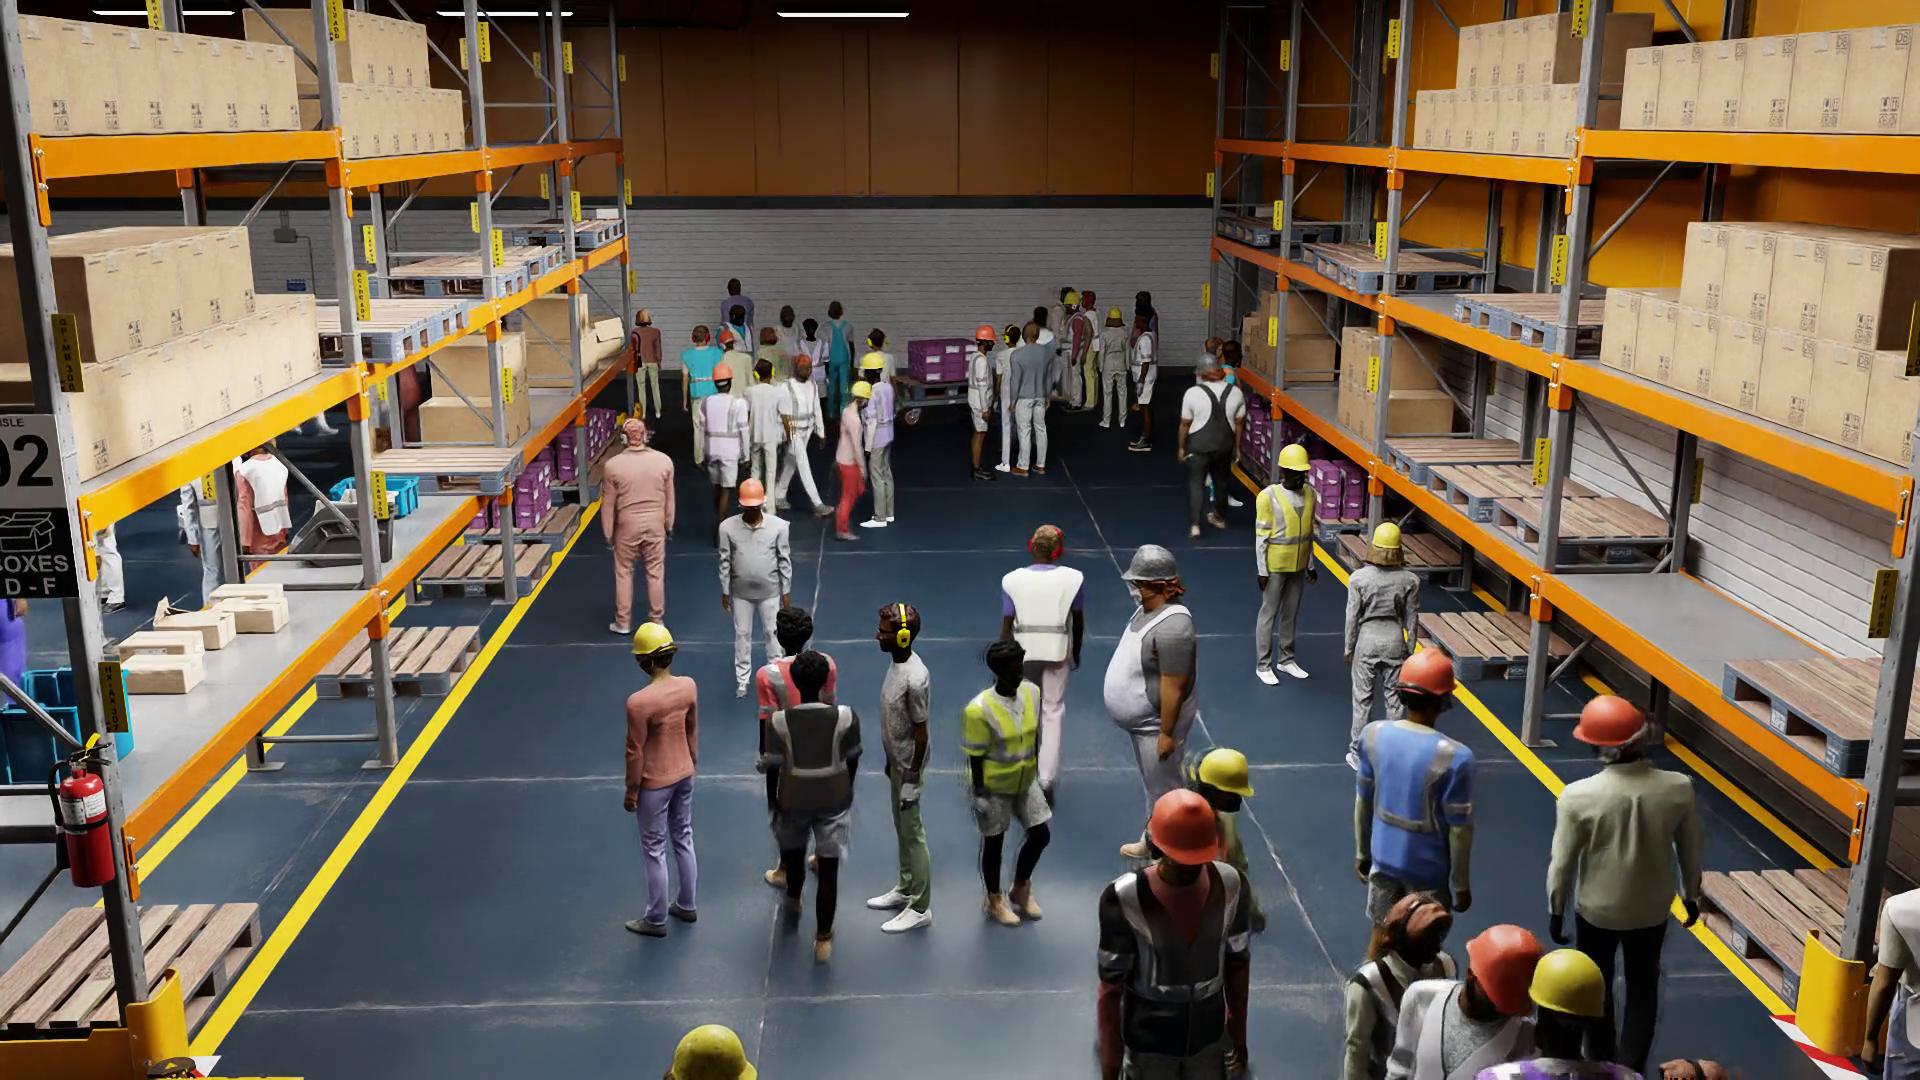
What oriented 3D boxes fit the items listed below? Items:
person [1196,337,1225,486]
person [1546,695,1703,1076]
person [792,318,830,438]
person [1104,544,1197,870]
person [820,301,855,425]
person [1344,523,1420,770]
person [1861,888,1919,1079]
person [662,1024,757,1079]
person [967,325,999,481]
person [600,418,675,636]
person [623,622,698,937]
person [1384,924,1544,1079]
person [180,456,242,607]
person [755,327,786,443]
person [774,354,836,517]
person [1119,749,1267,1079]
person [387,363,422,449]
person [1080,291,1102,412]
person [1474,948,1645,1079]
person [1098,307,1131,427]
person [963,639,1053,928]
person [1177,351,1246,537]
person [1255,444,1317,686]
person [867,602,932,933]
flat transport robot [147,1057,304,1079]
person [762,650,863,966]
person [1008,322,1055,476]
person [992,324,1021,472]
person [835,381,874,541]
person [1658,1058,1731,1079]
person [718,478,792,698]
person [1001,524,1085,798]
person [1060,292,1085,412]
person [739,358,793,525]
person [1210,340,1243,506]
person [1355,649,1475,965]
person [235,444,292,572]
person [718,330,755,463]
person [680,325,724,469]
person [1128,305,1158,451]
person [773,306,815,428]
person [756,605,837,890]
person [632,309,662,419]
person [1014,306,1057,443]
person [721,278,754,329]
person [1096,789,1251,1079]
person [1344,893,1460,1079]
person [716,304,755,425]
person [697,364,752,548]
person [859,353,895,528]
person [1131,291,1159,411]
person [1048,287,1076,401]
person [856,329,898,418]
[{"bbox_3d":[3.040,-1.564,20.281,0.357,1.835,0.516,-2,14,-6],"label":"person"},{"bbox_3d":[2.983,1.642,7.451,0.717,1.956,0.554,0,14,2],"label":"person"},{"bbox_3d":[-2.076,-2.253,23.247,0.541,1.696,0.315,-2,14,-8],"label":"person"},{"bbox_3d":[1.111,1.003,9.781,0.536,2.000,0.683,-1,14,-5],"label":"person"},{"bbox_3d":[-1.809,-2.612,24.465,0.531,1.791,0.994,-4,15,-14],"label":"person"},{"bbox_3d":[2.885,0.733,11.432,0.493,1.743,0.314,2,14,6],"label":"person"},{"bbox_3d":[3.823,1.946,6.493,0.560,1.836,0.394,1,14,4],"label":"person"},{"bbox_3d":[-0.778,2.318,5.233,0.320,1.738,0.486,5,15,18],"label":"person"},{"bbox_3d":[0.289,-1.693,20.596,0.385,1.929,0.543,-2,14,-7],"label":"person"},{"bbox_3d":[-2.800,-0.115,14.459,0.657,1.898,0.403,-7,16,-24],"label":"person"},{"bbox_3d":[-1.647,1.309,9.159,0.338,1.752,0.527,9,17,31],"label":"person"},{"bbox_3d":[1.610,2.145,5.615,0.463,1.888,0.625,-12,18,-38],"label":"person"},{"bbox_3d":[-6.412,-0.094,14.362,0.401,1.908,0.598,9,17,30],"label":"person"},{"bbox_3d":[-2.588,-2.155,23.070,0.781,1.602,0.511,11,18,37],"label":"person"},{"bbox_3d":[-1.809,-1.198,18.855,1.031,1.823,0.590,11,18,36],"label":"person"},{"bbox_3d":[1.074,1.732,7.592,0.946,1.702,0.535,7,16,25],"label":"person"},{"bbox_3d":[-6.855,-1.689,20.350,0.535,2.000,0.708,4,15,17],"label":"person"},{"bbox_3d":[1.990,-2.886,25.434,0.390,1.847,0.562,5,15,18],"label":"person"},{"bbox_3d":[1.859,2.230,5.242,0.592,1.904,0.582,-1,14,-6],"label":"person"},{"bbox_3d":[2.235,-2.509,24.162,0.487,1.744,0.297,-3,15,-12],"label":"person"},{"bbox_3d":[0.275,1.350,9.132,0.543,1.676,0.427,-11,18,-36],"label":"person"},{"bbox_3d":[2.676,-1.060,17.880,0.701,2.000,0.789,-3,15,-11],"label":"person"},{"bbox_3d":[2.600,0.185,13.215,0.585,1.928,0.369,-8,17,-30],"label":"person"},{"bbox_3d":[-0.324,1.244,9.174,0.328,1.873,0.519,-4,15,-15],"label":"person"},{"bbox_3d":[-3.334,2.626,6.938,0.652,0.197,1.431,0,14,0],"label":"flat transport robot"},{"bbox_3d":[-0.791,1.391,9.017,0.534,1.646,0.848,-1,14,-3],"label":"person"},{"bbox_3d":[0.881,-1.766,20.856,0.630,1.940,0.372,-9,17,-31],"label":"person"},{"bbox_3d":[0.655,-1.800,21.115,0.516,1.877,0.327,-6,15,-21],"label":"person"},{"bbox_3d":[-1.127,-0.821,17.546,0.459,1.723,0.554,-3,15,-12],"label":"person"},{"bbox_3d":[2.483,2.375,5.299,0.779,1.591,0.534,-2,14,-6],"label":"person"},{"bbox_3d":[-1.581,0.372,12.848,0.566,1.744,0.350,0,14,-1],"label":"person"},{"bbox_3d":[0.550,0.789,11.140,0.555,1.796,0.997,1,14,5],"label":"person"},{"bbox_3d":[1.731,-2.873,25.426,0.403,1.826,0.592,-1,14,-3],"label":"person"},{"bbox_3d":[-2.140,-1.072,18.325,0.619,1.847,0.469,3,15,11],"label":"person"},{"bbox_3d":[3.084,-1.358,19.291,0.390,1.920,0.588,-1,14,-5],"label":"person"},{"bbox_3d":[2.139,1.502,7.847,0.401,2.039,0.611,-12,18,-39],"label":"person"},{"bbox_3d":[-5.944,-0.065,14.252,0.408,1.907,0.598,3,15,12],"label":"person"},{"bbox_3d":[-2.958,-1.872,21.694,0.579,1.721,0.491,-8,17,-30],"label":"person"},{"bbox_3d":[-3.268,-1.815,21.245,0.563,1.839,0.393,-4,15,-15],"label":"person"},{"bbox_3d":[2.483,-2.188,22.456,0.366,1.967,0.602,4,15,14],"label":"person"},{"bbox_3d":[-2.435,-2.440,23.772,0.516,1.798,0.905,-10,17,-33],"label":"person"},{"bbox_3d":[-0.952,1.202,9.680,0.538,1.700,0.317,-11,18,-36],"label":"person"},{"bbox_3d":[-4.692,-2.618,24.808,0.501,1.631,0.285,-6,15,-22],"label":"person"},{"bbox_3d":[1.014,-2.251,22.848,0.604,1.900,0.540,10,17,34],"label":"person"},{"bbox_3d":[-3.535,-3.189,26.459,0.368,1.933,0.627,13,19,41],"label":"person"},{"bbox_3d":[0.821,1.890,6.336,0.611,2.030,0.410,-4,15,-15],"label":"person"},{"bbox_3d":[1.660,2.096,6.312,0.531,1.620,0.542,-7,16,-25],"label":"person"},{"bbox_3d":[-3.145,-2.424,23.637,0.429,1.842,0.626,13,19,41],"label":"person"},{"bbox_3d":[-2.503,-0.889,17.540,0.568,1.898,0.688,5,15,20],"label":"person"},{"bbox_3d":[-0.924,-1.090,18.224,0.379,1.924,0.594,5,15,20],"label":"person"},{"bbox_3d":[2.824,-2.902,25.539,0.429,1.837,0.628,3,15,12],"label":"person"},{"bbox_3d":[1.693,-3.082,26.259,0.699,1.814,0.648,5,15,18],"label":"person"},{"bbox_3d":[-1.086,-1.749,21.003,0.512,1.833,0.845,-7,16,-26],"label":"person"}]
